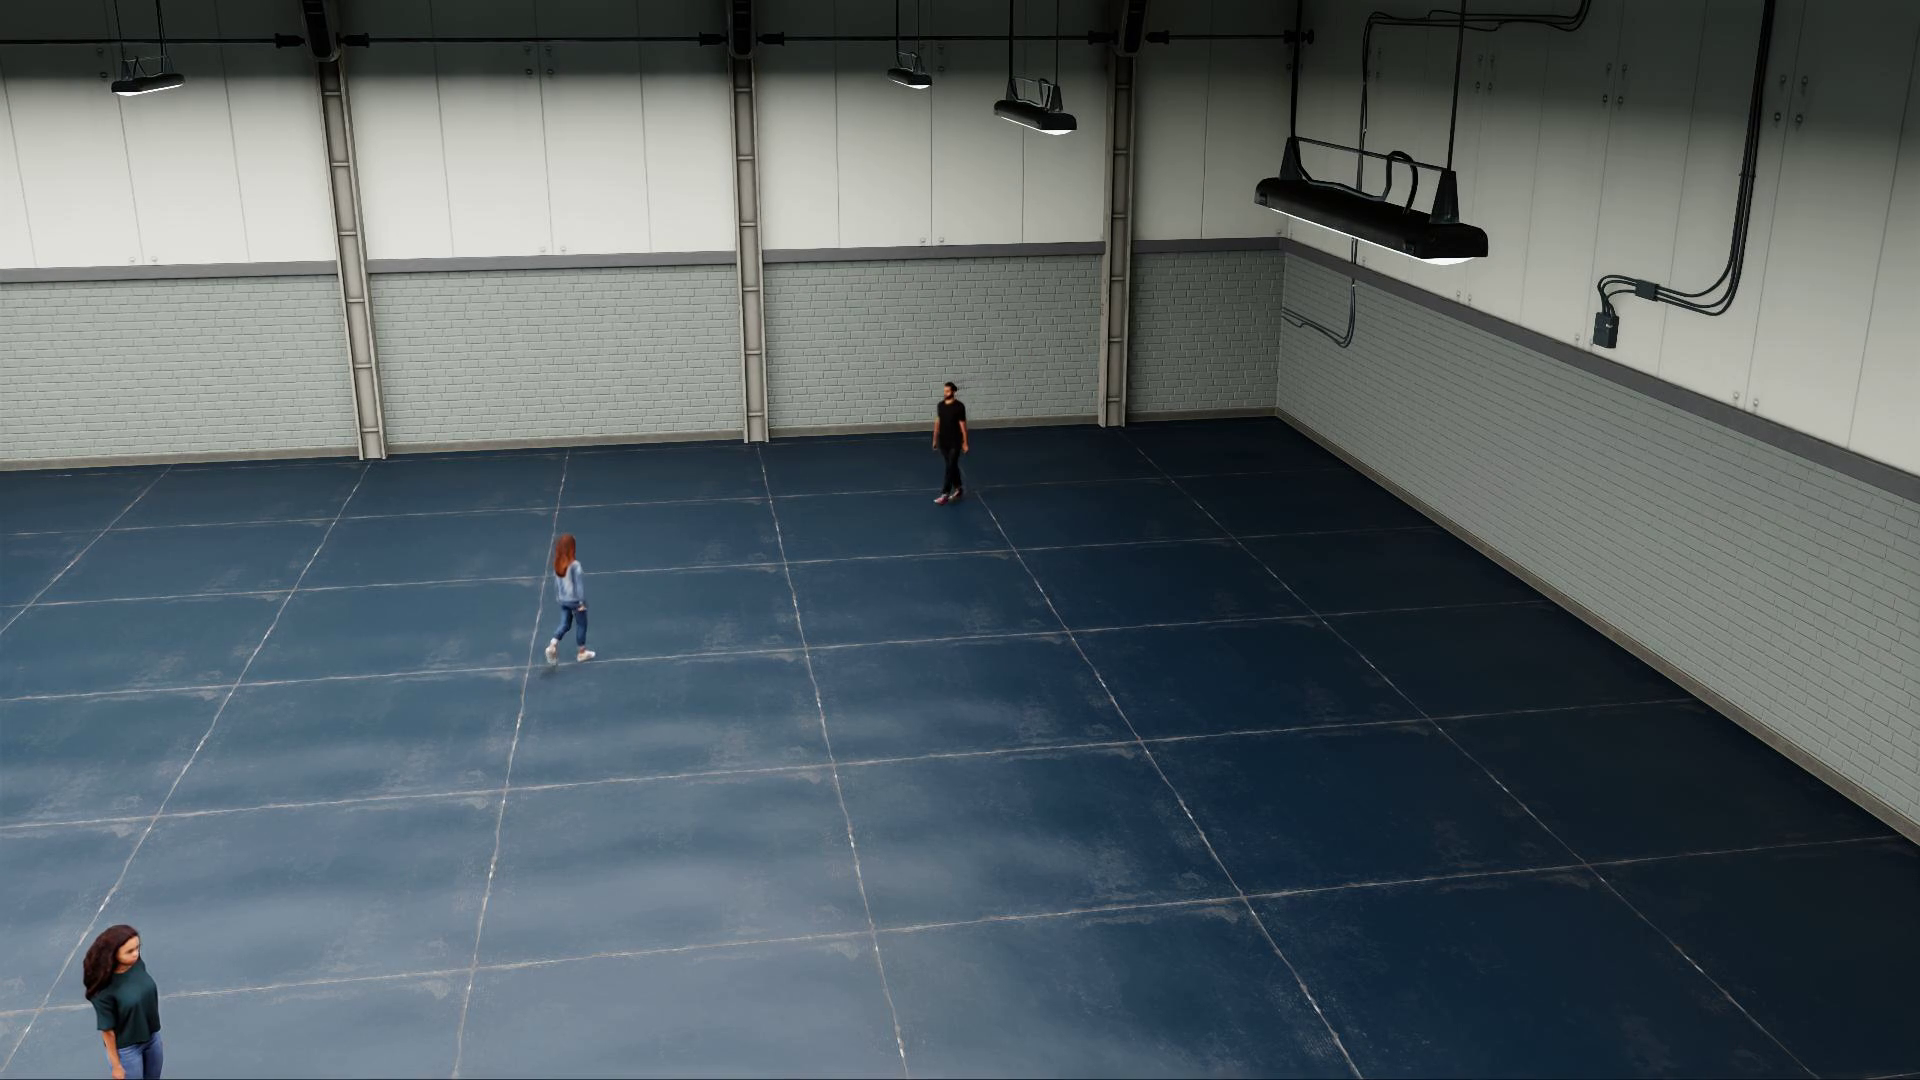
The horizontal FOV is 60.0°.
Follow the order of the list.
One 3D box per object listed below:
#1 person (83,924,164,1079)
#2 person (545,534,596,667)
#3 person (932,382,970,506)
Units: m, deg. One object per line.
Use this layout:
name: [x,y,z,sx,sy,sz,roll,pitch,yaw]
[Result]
person: [-5.050,3.074,10.147,0.709,1.616,0.687,4,18,12]
person: [-4.213,0.665,17.795,0.887,1.461,0.933,11,21,31]
person: [-0.072,-1.394,23.678,1.013,1.733,1.105,15,23,38]
